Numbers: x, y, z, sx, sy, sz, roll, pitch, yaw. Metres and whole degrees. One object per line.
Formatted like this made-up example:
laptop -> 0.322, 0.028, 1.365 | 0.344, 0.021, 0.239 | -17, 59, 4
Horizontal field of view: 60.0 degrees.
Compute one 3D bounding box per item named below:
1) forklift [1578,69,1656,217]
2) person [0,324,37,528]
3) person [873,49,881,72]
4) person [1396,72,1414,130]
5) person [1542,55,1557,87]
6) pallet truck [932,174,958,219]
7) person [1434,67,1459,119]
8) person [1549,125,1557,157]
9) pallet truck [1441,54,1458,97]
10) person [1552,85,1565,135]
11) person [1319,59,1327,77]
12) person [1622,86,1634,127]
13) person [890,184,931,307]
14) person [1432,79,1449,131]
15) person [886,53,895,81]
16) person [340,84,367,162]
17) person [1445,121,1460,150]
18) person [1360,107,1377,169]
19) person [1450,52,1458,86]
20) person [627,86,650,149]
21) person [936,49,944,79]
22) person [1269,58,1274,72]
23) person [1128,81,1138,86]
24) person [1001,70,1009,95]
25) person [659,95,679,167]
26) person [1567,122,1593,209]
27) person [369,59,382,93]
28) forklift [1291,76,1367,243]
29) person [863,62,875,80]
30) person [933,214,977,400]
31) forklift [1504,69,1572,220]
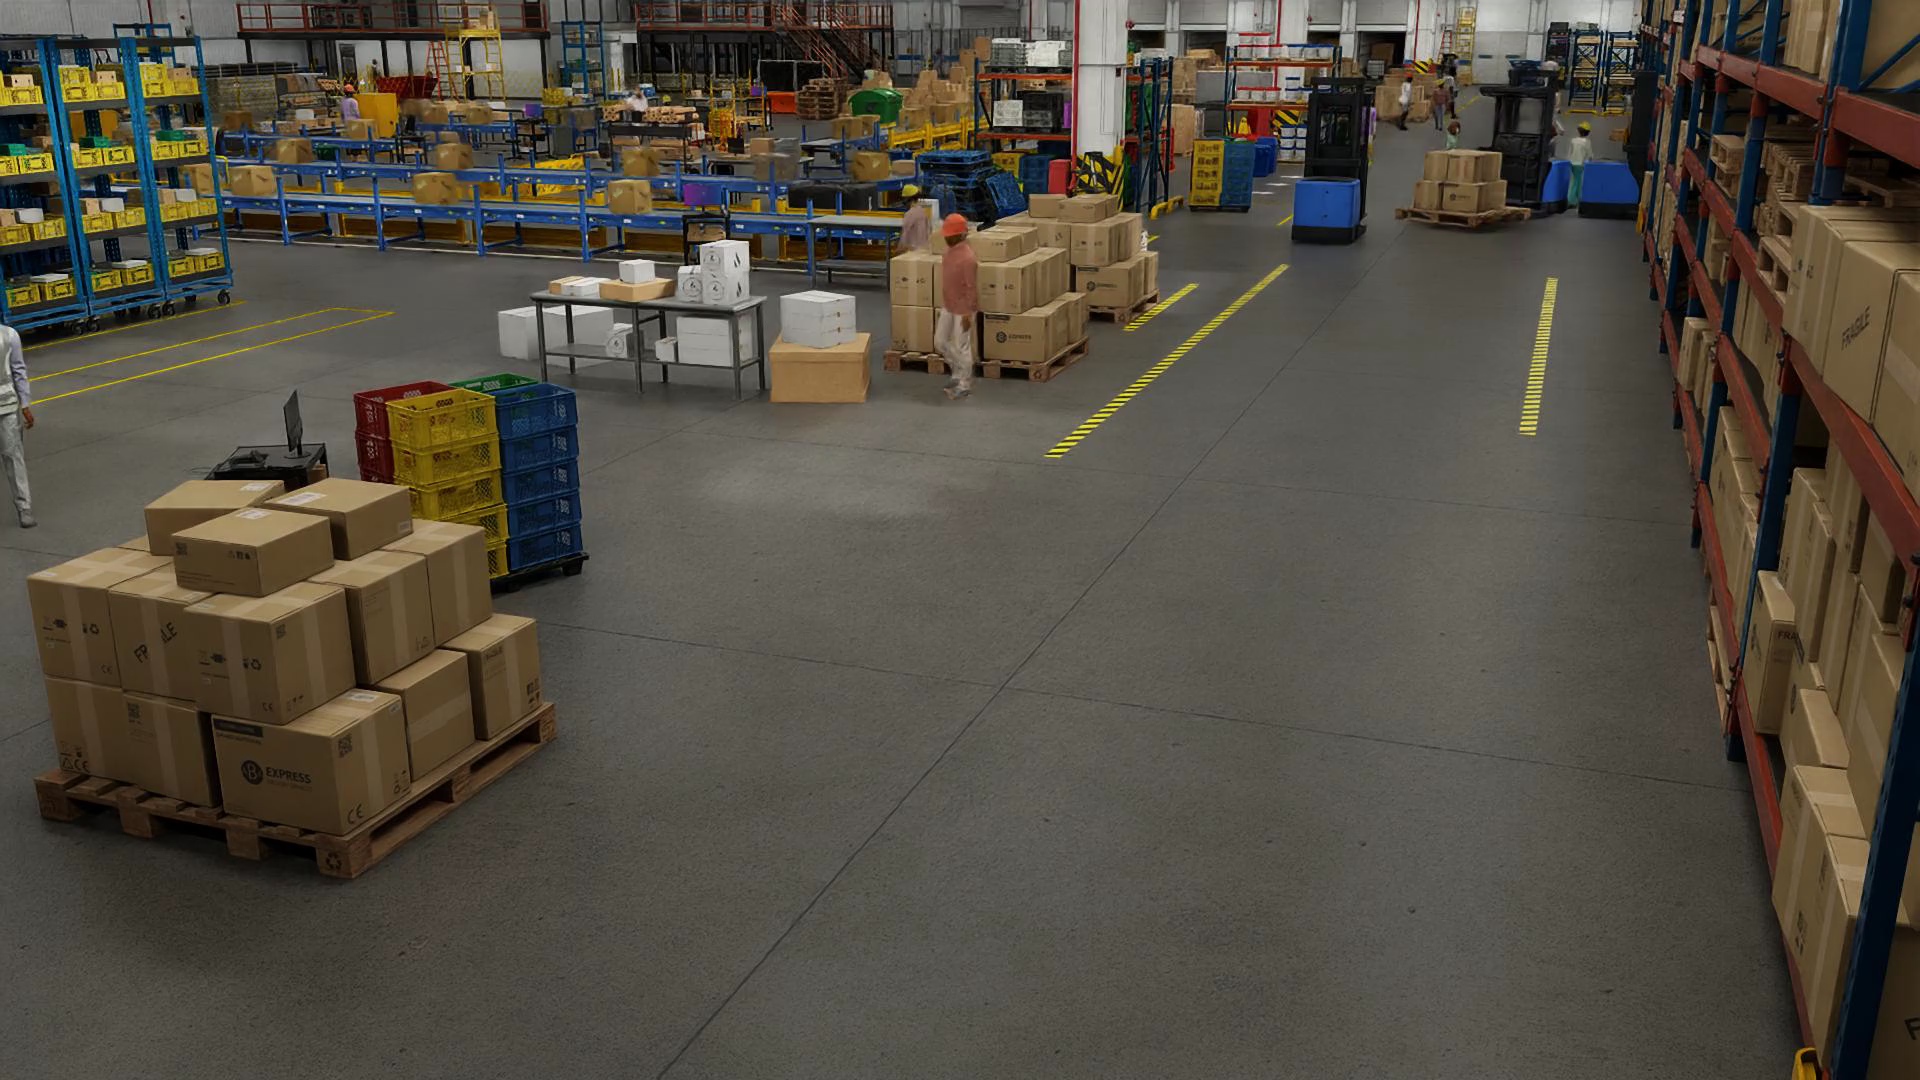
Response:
forklift -> 13.219, -7.740, 32.475 | 1.873, 2.768, 1.129 | 6, 19, 18
person -> -7.530, -1.025, 12.886 | 0.603, 1.949, 0.397 | -9, 20, -26
person -> -4.678, -26.683, 93.681 | 0.972, 1.831, 0.594 | 6, 19, 19
person -> 15.227, -14.955, 56.702 | 0.430, 1.917, 0.549 | 1, 18, 3
person -> 27.811, -21.845, 78.374 | 0.652, 1.903, 0.879 | 12, 21, 32
pallet truck -> -0.507, -5.292, 27.348 | 0.653, 1.274, 1.630 | 6, 19, 19
person -> 18.325, -16.777, 62.410 | 0.890, 1.942, 0.611 | 3, 18, 11
person -> 12.341, -7.892, 34.975 | 0.281, 1.634, 0.498 | 0, 18, 0
pallet truck -> 22.765, -21.886, 78.355 | 0.823, 1.965, 1.885 | -4, 18, -14
person -> 19.483, -14.037, 54.332 | 0.517, 1.612, 0.750 | -14, 22, -37
person -> 17.094, -21.827, 78.355 | 0.337, 1.882, 0.585 | 3, 18, 10
person -> 21.698, -13.814, 53.630 | 0.835, 1.605, 0.505 | -10, 20, -28
person -> -0.660, -3.840, 22.093 | 0.862, 1.724, 0.547 | 8, 19, 25
person -> 16.350, -14.818, 56.603 | 0.540, 1.714, 0.876 | 4, 18, 13
person -> -3.743, -25.305, 89.528 | 0.483, 1.726, 0.587 | -1, 18, -3
person -> -16.243, -11.125, 44.466 | 0.607, 2.048, 0.370 | 8, 19, 24
person -> 10.671, -8.276, 36.185 | 0.266, 1.631, 0.507 | 13, 22, 35
person -> 10.357, -10.433, 42.490 | 0.570, 1.919, 0.649 | 7, 19, 22
person -> 25.248, -23.970, 85.045 | 0.611, 1.908, 0.605 | -15, 23, -40
person -> -9.199, -12.004, 47.476 | 0.692, 1.893, 0.640 | 17, 24, 42
person -> -1.215, -26.469, 92.938 | 0.978, 1.881, 0.567 | -15, 23, -39
person -> 15.639, -23.309, 83.104 | 0.529, 1.838, 0.936 | -7, 19, -22
person -> 6.038, -15.586, 58.663 | 0.378, 1.932, 0.552 | -5, 18, -16
person -> 1.713, -18.074, 66.617 | 0.500, 1.859, 0.328 | 0, 18, 1
person -> -7.589, -10.638, 43.278 | 0.588, 1.835, 0.403 | -16, 24, -42
person -> 12.808, -7.690, 34.169 | 0.788, 1.737, 0.537 | -7, 19, -21
person -> -26.461, -20.852, 75.358 | 0.516, 1.842, 0.328 | -4, 18, -11
forklift -> 6.598, -6.755, 29.381 | 1.129, 2.768, 1.873 | 6, 19, 19
person -> -3.826, -18.770, 68.721 | 0.617, 1.897, 0.631 | 15, 23, 39
person -> -0.043, -2.392, 17.178 | 0.515, 1.956, 0.644 | -10, 20, -29
forklift -> 11.139, -7.792, 32.638 | 1.873, 2.768, 1.129 | -15, 23, -39
